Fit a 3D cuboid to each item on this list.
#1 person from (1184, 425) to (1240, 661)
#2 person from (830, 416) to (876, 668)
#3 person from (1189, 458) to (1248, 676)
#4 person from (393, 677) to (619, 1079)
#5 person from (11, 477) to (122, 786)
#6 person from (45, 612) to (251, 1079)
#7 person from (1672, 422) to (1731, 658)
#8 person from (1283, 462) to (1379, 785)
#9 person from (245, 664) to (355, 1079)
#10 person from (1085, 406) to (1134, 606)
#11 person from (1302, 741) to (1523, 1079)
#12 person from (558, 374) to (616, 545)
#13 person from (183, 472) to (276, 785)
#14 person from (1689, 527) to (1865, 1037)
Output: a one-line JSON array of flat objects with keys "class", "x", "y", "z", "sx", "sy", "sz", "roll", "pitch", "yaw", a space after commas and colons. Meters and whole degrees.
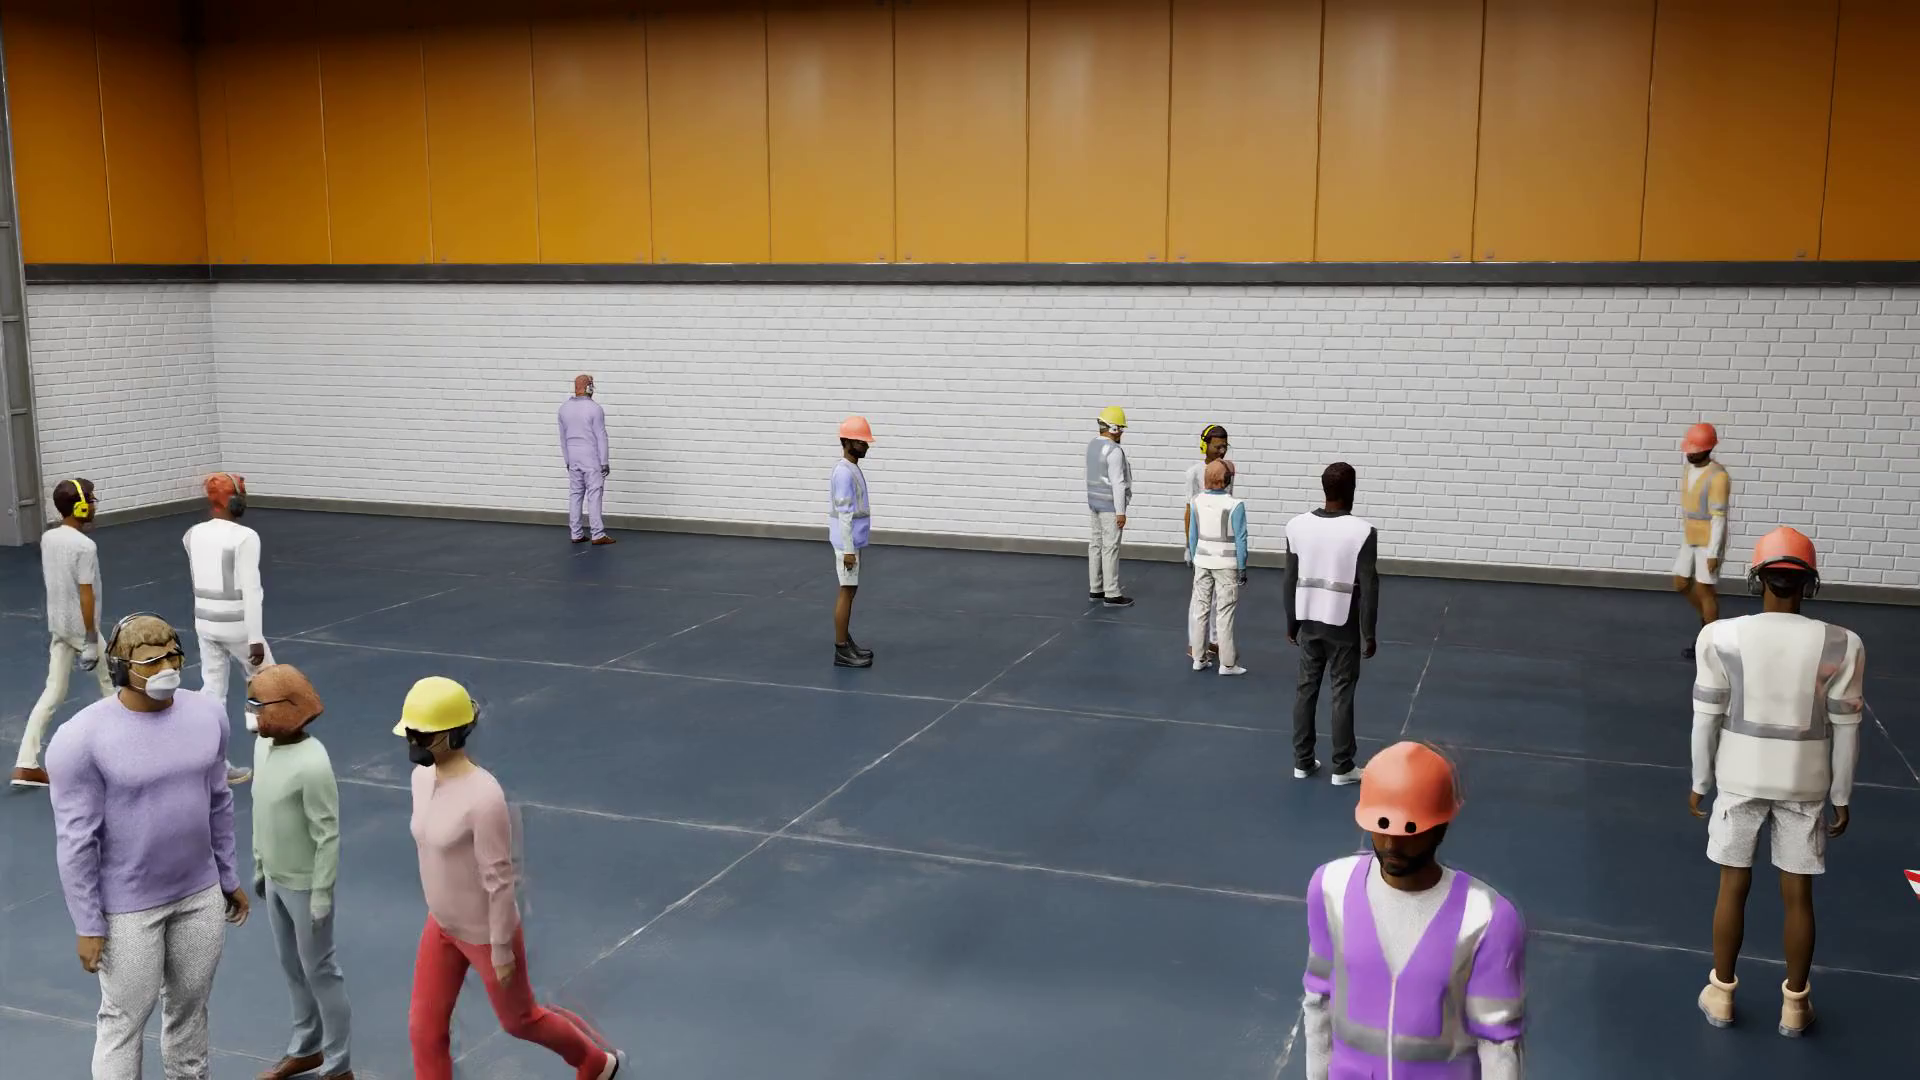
[{"class": "person", "x": 1.979, "y": 0.022, "z": 13.025, "sx": 0.527, "sy": 1.856, "sz": 0.346, "roll": -7, "pitch": 11, "yaw": -36}, {"class": "person", "x": -0.820, "y": 0.010, "z": 12.834, "sx": 0.364, "sy": 1.933, "sz": 0.552, "roll": 0, "pitch": 9, "yaw": 1}, {"class": "person", "x": 1.940, "y": 0.205, "z": 12.526, "sx": 0.516, "sy": 1.644, "sz": 0.309, "roll": 9, "pitch": 13, "yaw": 43}, {"class": "person", "x": -1.583, "y": 1.274, "z": 5.649, "sx": 0.531, "sy": 1.731, "sz": 0.860, "roll": 8, "pitch": 12, "yaw": 41}, {"class": "person", "x": -5.287, "y": 0.536, "z": 9.935, "sx": 0.527, "sy": 1.830, "sz": 0.992, "roll": 5, "pitch": 10, "yaw": 28}, {"class": "person", "x": -2.651, "y": 1.189, "z": 5.507, "sx": 0.371, "sy": 1.940, "sz": 0.627, "roll": 5, "pitch": 11, "yaw": 29}, {"class": "person", "x": 5.793, "y": 0.012, "z": 12.975, "sx": 0.622, "sy": 1.886, "sz": 0.594, "roll": -1, "pitch": 9, "yaw": -8}, {"class": "person", "x": 2.195, "y": 0.493, "z": 9.886, "sx": 0.591, "sy": 1.918, "sz": 0.383, "roll": 8, "pitch": 12, "yaw": 40}, {"class": "person", "x": -2.428, "y": 1.251, "z": 6.069, "sx": 0.507, "sy": 1.632, "sz": 0.265, "roll": 8, "pitch": 12, "yaw": 42}, {"class": "person", "x": 1.363, "y": -0.309, "z": 15.164, "sx": 0.403, "sy": 1.823, "sz": 0.588, "roll": -4, "pitch": 10, "yaw": -23}, {"class": "person", "x": 1.071, "y": 1.438, "z": 4.105, "sx": 0.569, "sy": 1.888, "sz": 0.957, "roll": 5, "pitch": 10, "yaw": 29}, {"class": "person", "x": -4.150, "y": -0.893, "z": 18.533, "sx": 0.642, "sy": 1.906, "sz": 0.410, "roll": 5, "pitch": 10, "yaw": 28}, {"class": "person", "x": -4.252, "y": 0.515, "z": 9.923, "sx": 0.612, "sy": 1.856, "sz": 0.803, "roll": 4, "pitch": 10, "yaw": 23}, {"class": "person", "x": 3.227, "y": 0.960, "z": 6.632, "sx": 0.605, "sy": 2.036, "sz": 0.383, "roll": 4, "pitch": 10, "yaw": 23}]
